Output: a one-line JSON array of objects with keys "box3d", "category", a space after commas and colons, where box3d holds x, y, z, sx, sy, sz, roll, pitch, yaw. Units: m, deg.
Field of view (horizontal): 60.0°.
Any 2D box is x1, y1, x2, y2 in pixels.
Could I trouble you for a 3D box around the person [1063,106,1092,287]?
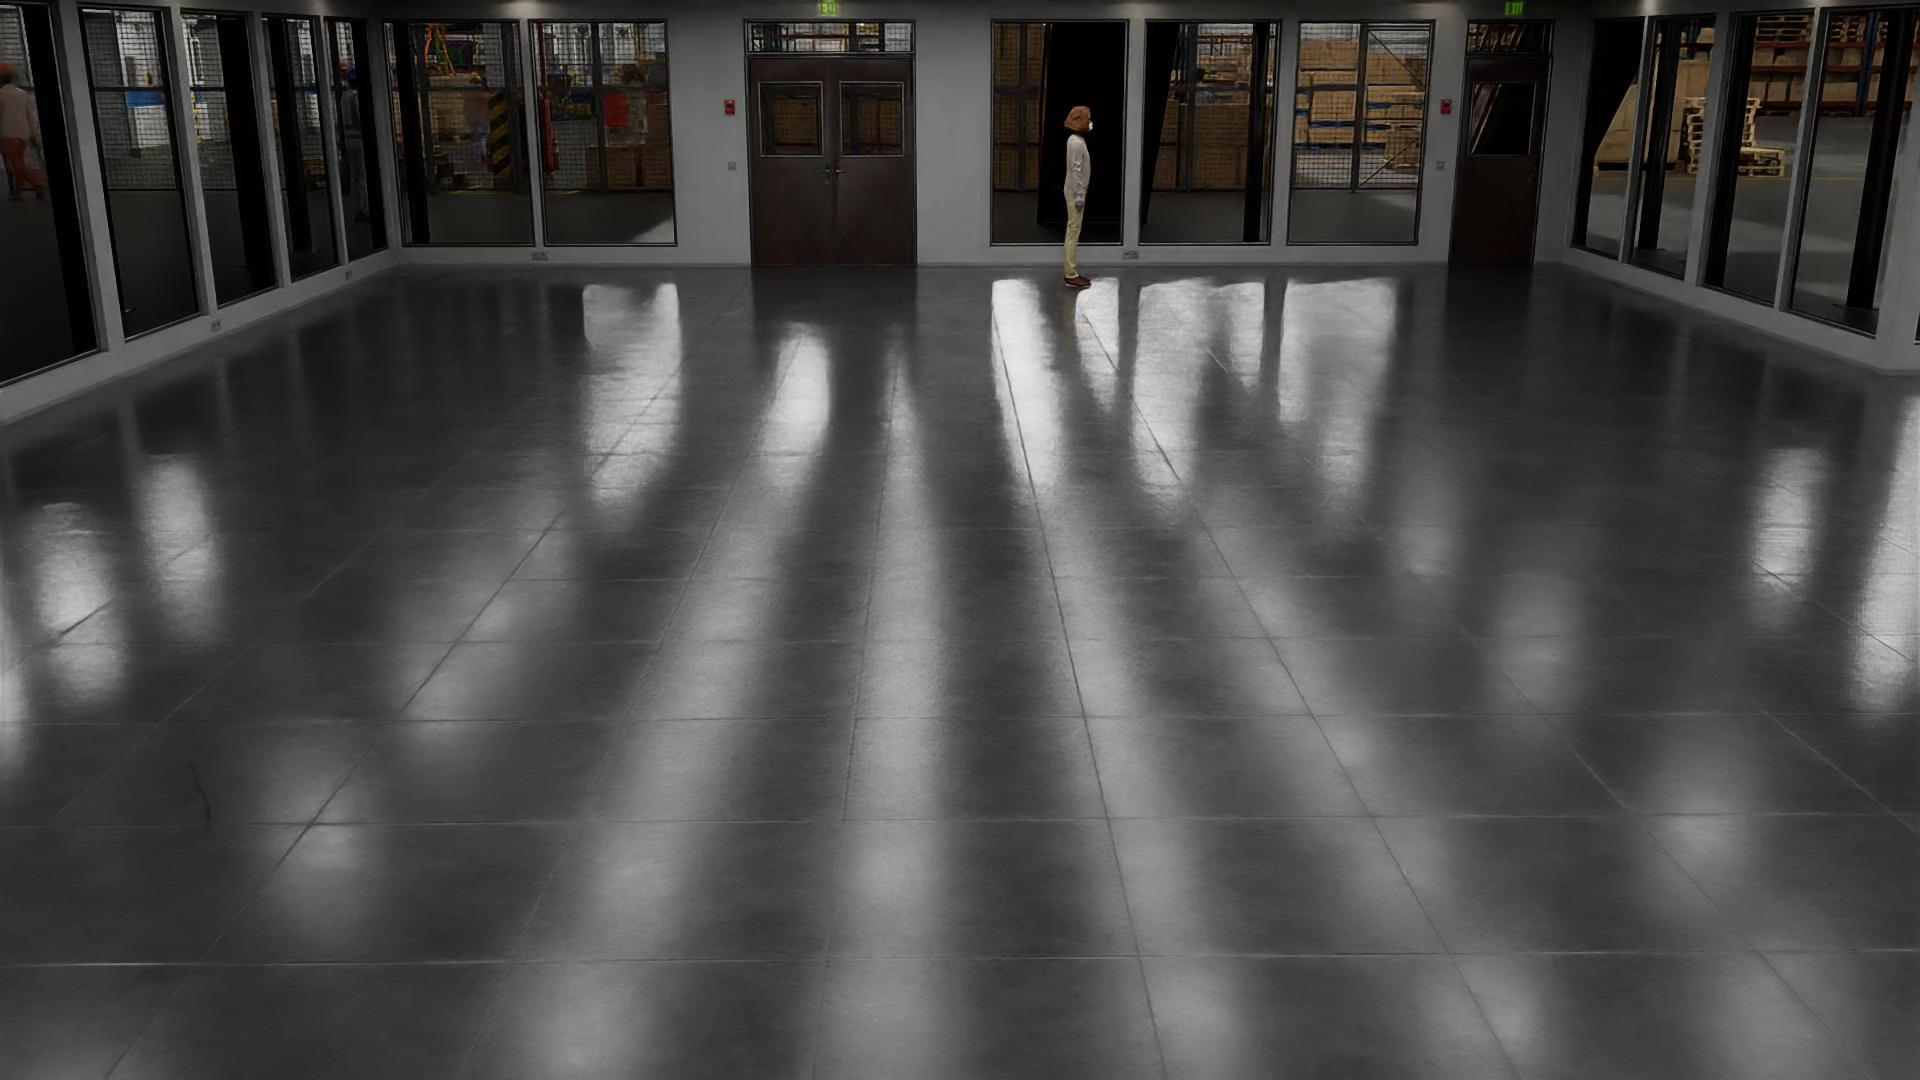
[{"box3d": [1.092, -3.173, 15.376, 0.285, 1.633, 0.500, 1, 16, 3], "category": "person"}]
